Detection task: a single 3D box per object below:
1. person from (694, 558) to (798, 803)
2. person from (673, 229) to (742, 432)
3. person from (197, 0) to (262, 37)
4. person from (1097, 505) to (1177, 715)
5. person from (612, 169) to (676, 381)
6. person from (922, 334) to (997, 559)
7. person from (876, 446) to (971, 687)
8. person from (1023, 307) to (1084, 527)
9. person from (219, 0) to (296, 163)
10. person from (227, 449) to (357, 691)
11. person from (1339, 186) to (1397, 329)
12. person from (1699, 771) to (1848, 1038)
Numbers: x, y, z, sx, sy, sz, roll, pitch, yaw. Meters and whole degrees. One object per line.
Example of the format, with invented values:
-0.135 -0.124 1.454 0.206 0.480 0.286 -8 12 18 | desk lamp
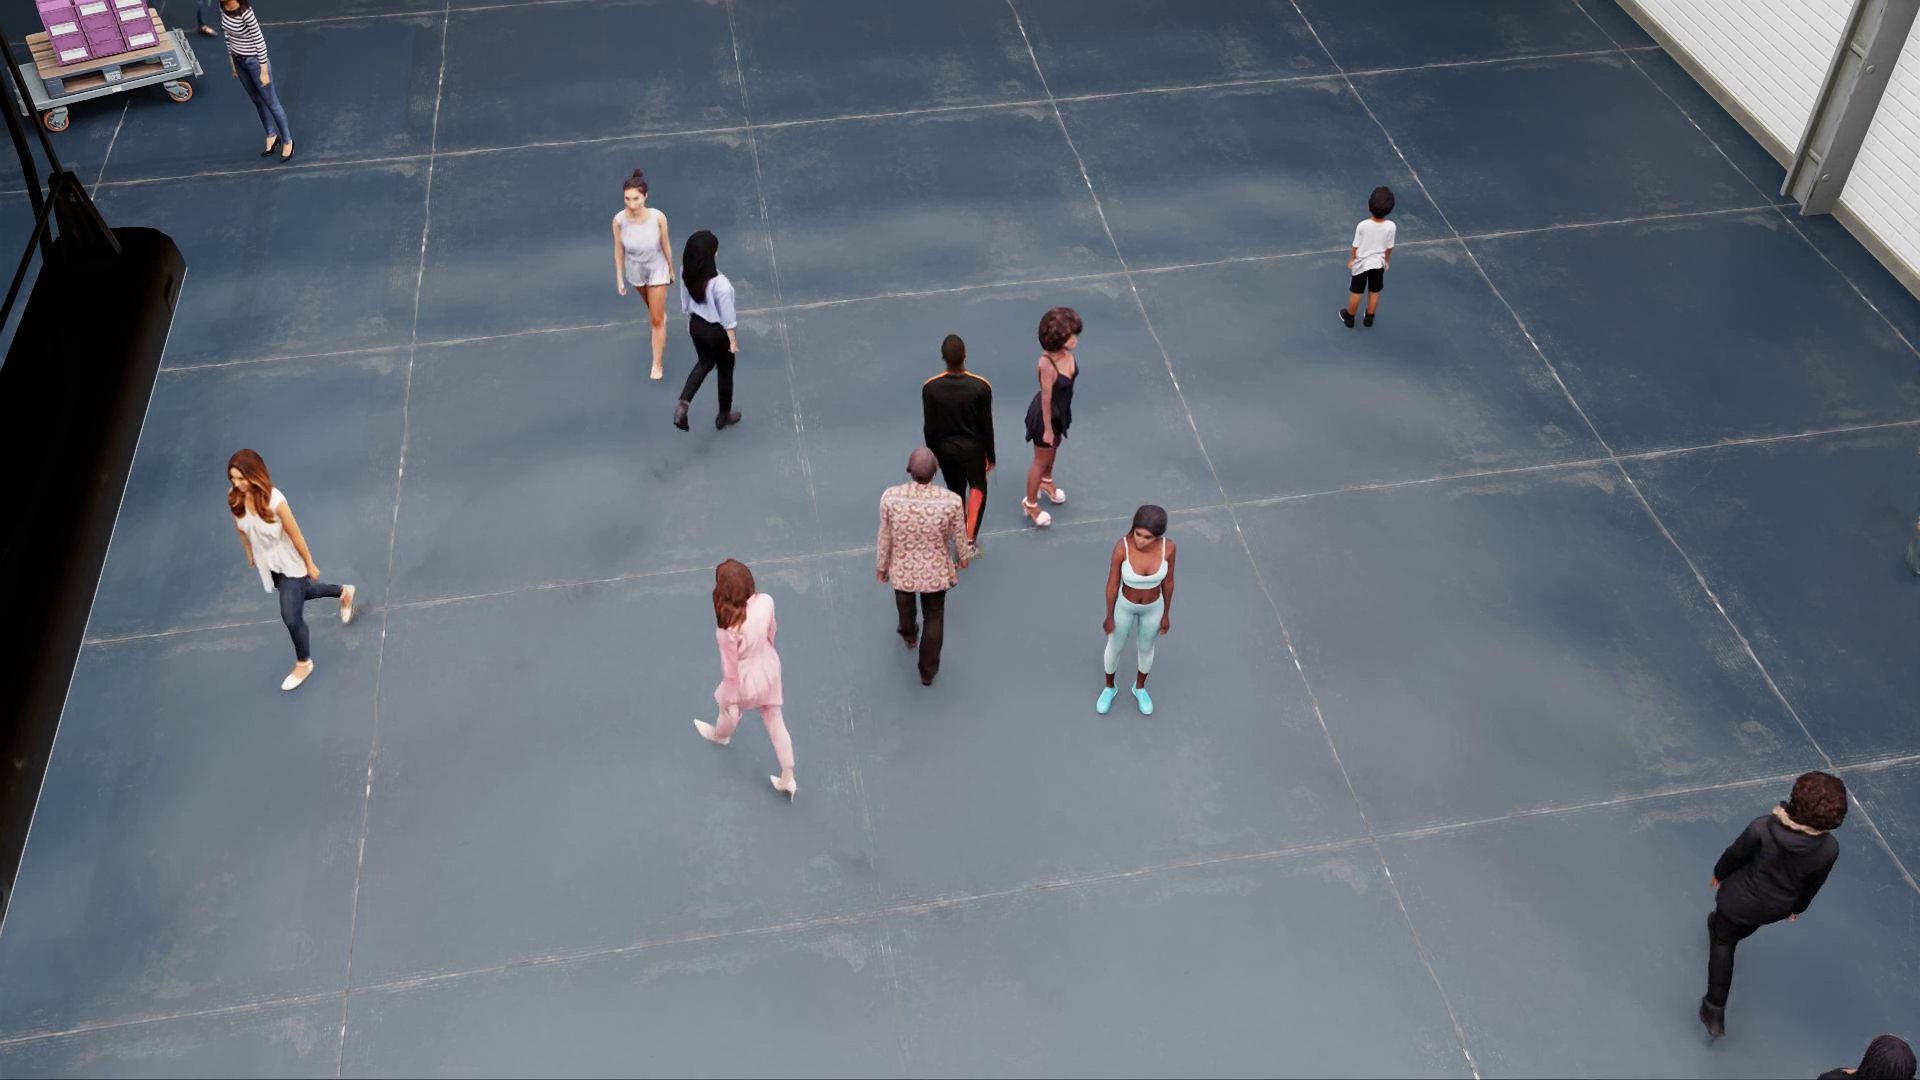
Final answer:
-1.137 0.868 9.626 1.169 1.763 1.052 31 52 29 | person
-1.867 -1.441 12.074 0.939 1.729 0.991 29 51 27 | person
-7.691 -5.706 16.875 0.720 1.283 0.860 6 44 6 | person
1.084 0.422 10.122 0.596 1.725 0.574 -1 44 -1 | person
-2.421 -2.130 12.916 0.730 1.566 1.122 1 44 2 | person
-0.010 -0.542 11.085 0.749 1.791 0.876 5 44 5 | person
-0.249 0.221 10.289 0.840 1.786 0.933 3 44 3 | person
0.616 -0.855 11.420 0.730 1.784 0.660 17 46 18 | person
-6.372 -4.264 14.989 0.635 1.796 0.677 22 48 22 | person
-4.199 0.083 10.452 0.969 1.760 1.143 16 46 16 | person
3.273 -2.246 13.259 0.515 1.262 0.536 -1 44 -1 | person
4.129 1.874 8.579 0.947 1.752 1.195 11 45 11 | person
